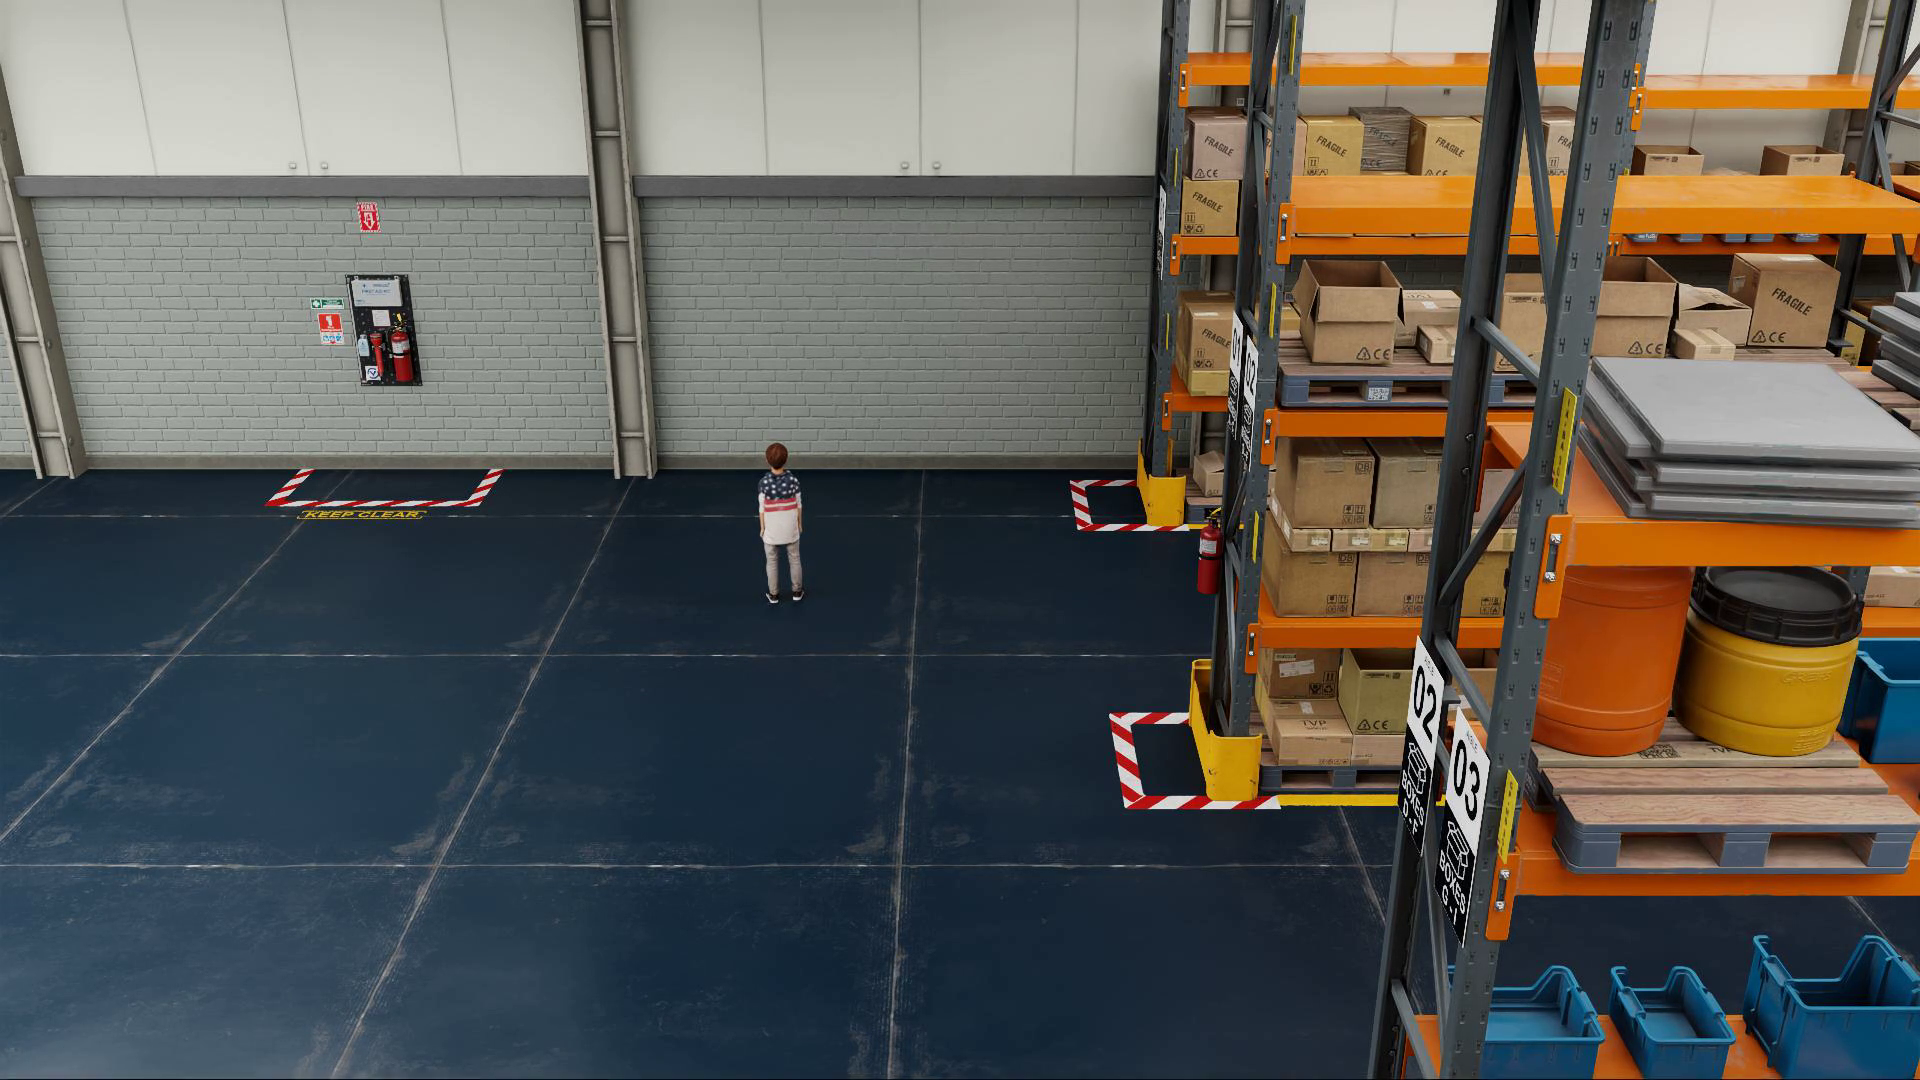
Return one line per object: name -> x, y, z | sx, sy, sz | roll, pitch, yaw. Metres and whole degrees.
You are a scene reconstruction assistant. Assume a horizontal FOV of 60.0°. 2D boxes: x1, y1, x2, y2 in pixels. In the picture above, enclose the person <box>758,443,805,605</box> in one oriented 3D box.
person -> -1.537, -0.155, 14.271 | 0.483, 1.439, 0.618 | -5, 24, -11
